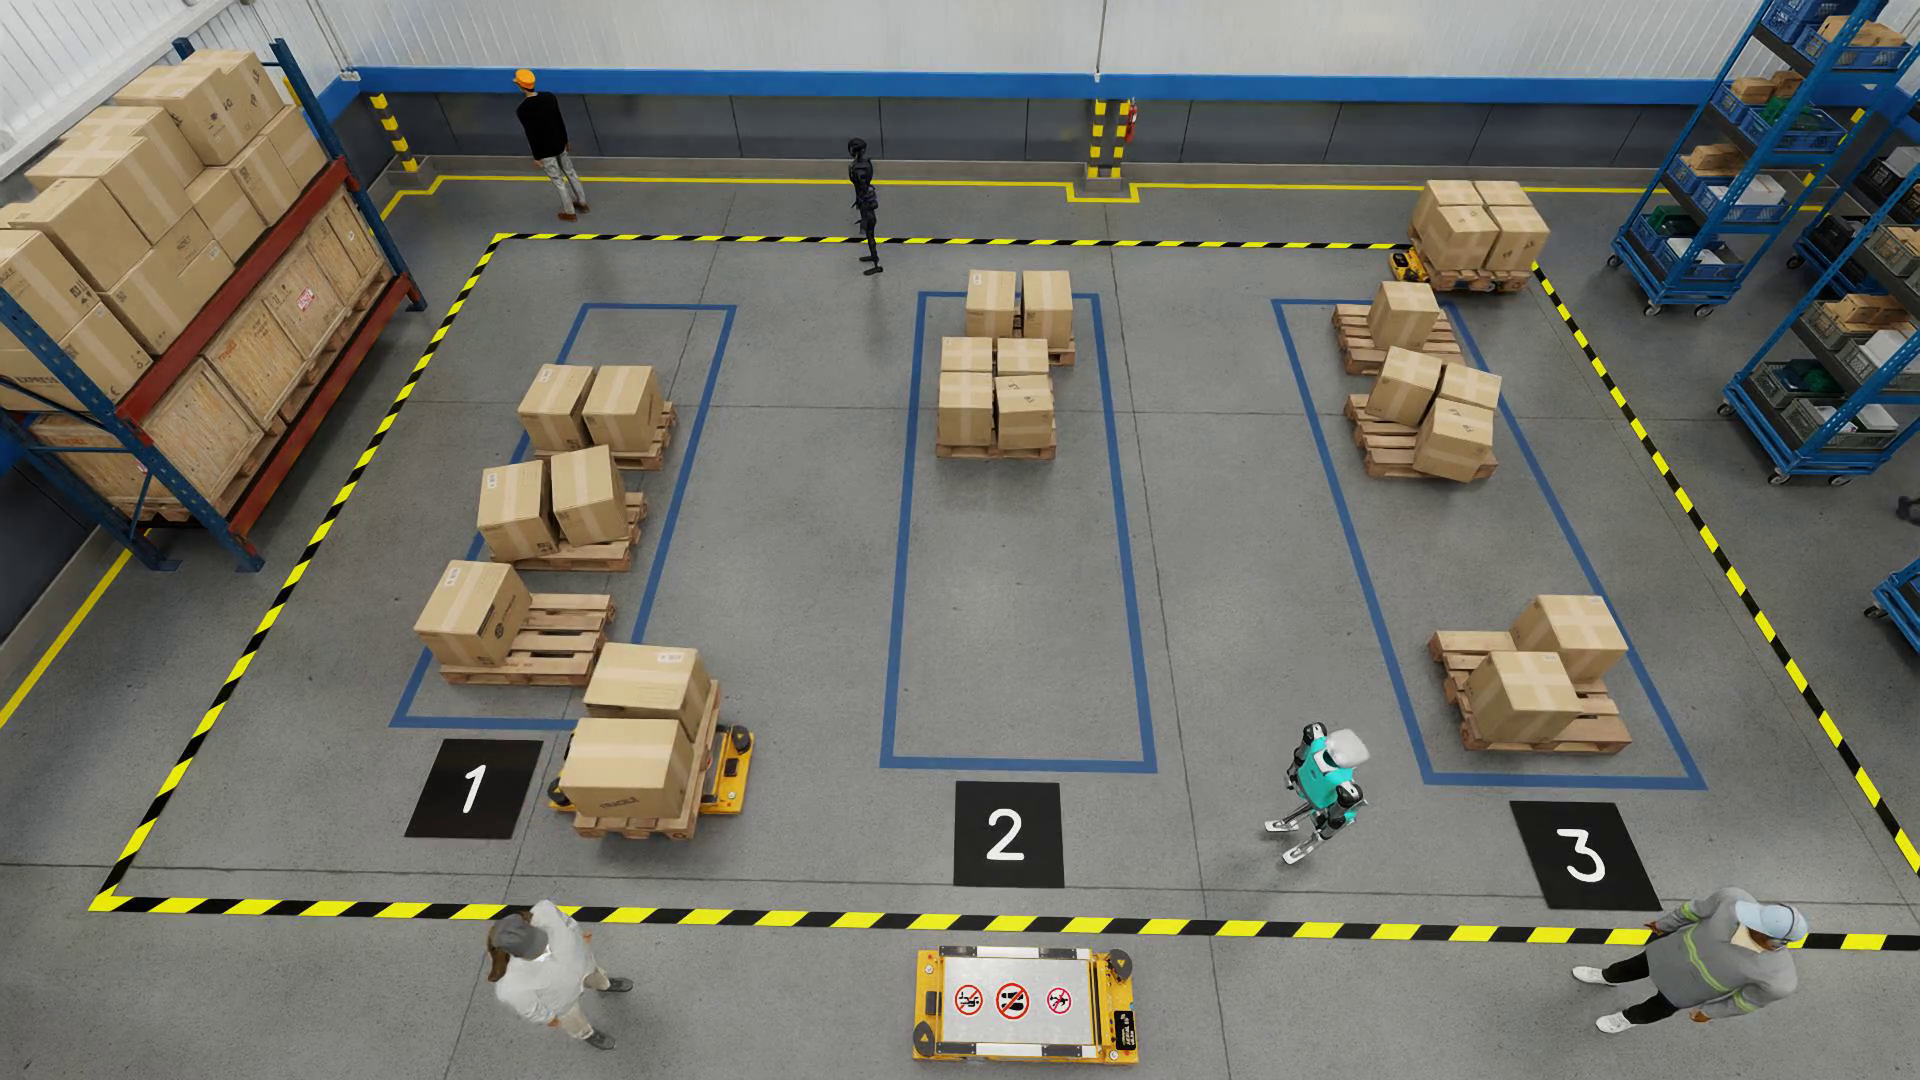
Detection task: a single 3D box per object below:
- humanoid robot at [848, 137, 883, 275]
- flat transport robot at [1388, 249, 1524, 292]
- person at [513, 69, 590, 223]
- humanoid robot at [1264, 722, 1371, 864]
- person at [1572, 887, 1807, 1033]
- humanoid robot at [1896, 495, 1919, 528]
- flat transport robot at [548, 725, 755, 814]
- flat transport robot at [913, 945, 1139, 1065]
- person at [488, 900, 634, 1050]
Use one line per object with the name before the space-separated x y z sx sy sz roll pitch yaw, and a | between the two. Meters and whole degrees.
humanoid robot | -1.121 -3.908 10.754 0.315 1.655 0.599 -8 51 -7
flat transport robot | 6.050 -3.312 11.168 1.431 0.197 0.652 1 51 1
person | -5.119 -4.900 11.438 0.380 1.882 0.589 22 54 17
humanoid robot | 2.504 1.674 6.085 0.735 1.681 0.533 -12 52 -10
person | 4.299 2.515 5.415 0.386 1.849 0.596 -2 51 -2
humanoid robot | 9.154 -0.700 8.160 0.591 1.645 0.461 2 51 1
flat transport robot | -2.356 1.746 7.044 1.431 0.197 0.652 1 51 1
flat transport robot | 0.422 3.041 6.007 1.431 0.231 0.659 1 51 1
person | -2.370 2.570 5.421 0.398 1.767 0.574 6 51 5
